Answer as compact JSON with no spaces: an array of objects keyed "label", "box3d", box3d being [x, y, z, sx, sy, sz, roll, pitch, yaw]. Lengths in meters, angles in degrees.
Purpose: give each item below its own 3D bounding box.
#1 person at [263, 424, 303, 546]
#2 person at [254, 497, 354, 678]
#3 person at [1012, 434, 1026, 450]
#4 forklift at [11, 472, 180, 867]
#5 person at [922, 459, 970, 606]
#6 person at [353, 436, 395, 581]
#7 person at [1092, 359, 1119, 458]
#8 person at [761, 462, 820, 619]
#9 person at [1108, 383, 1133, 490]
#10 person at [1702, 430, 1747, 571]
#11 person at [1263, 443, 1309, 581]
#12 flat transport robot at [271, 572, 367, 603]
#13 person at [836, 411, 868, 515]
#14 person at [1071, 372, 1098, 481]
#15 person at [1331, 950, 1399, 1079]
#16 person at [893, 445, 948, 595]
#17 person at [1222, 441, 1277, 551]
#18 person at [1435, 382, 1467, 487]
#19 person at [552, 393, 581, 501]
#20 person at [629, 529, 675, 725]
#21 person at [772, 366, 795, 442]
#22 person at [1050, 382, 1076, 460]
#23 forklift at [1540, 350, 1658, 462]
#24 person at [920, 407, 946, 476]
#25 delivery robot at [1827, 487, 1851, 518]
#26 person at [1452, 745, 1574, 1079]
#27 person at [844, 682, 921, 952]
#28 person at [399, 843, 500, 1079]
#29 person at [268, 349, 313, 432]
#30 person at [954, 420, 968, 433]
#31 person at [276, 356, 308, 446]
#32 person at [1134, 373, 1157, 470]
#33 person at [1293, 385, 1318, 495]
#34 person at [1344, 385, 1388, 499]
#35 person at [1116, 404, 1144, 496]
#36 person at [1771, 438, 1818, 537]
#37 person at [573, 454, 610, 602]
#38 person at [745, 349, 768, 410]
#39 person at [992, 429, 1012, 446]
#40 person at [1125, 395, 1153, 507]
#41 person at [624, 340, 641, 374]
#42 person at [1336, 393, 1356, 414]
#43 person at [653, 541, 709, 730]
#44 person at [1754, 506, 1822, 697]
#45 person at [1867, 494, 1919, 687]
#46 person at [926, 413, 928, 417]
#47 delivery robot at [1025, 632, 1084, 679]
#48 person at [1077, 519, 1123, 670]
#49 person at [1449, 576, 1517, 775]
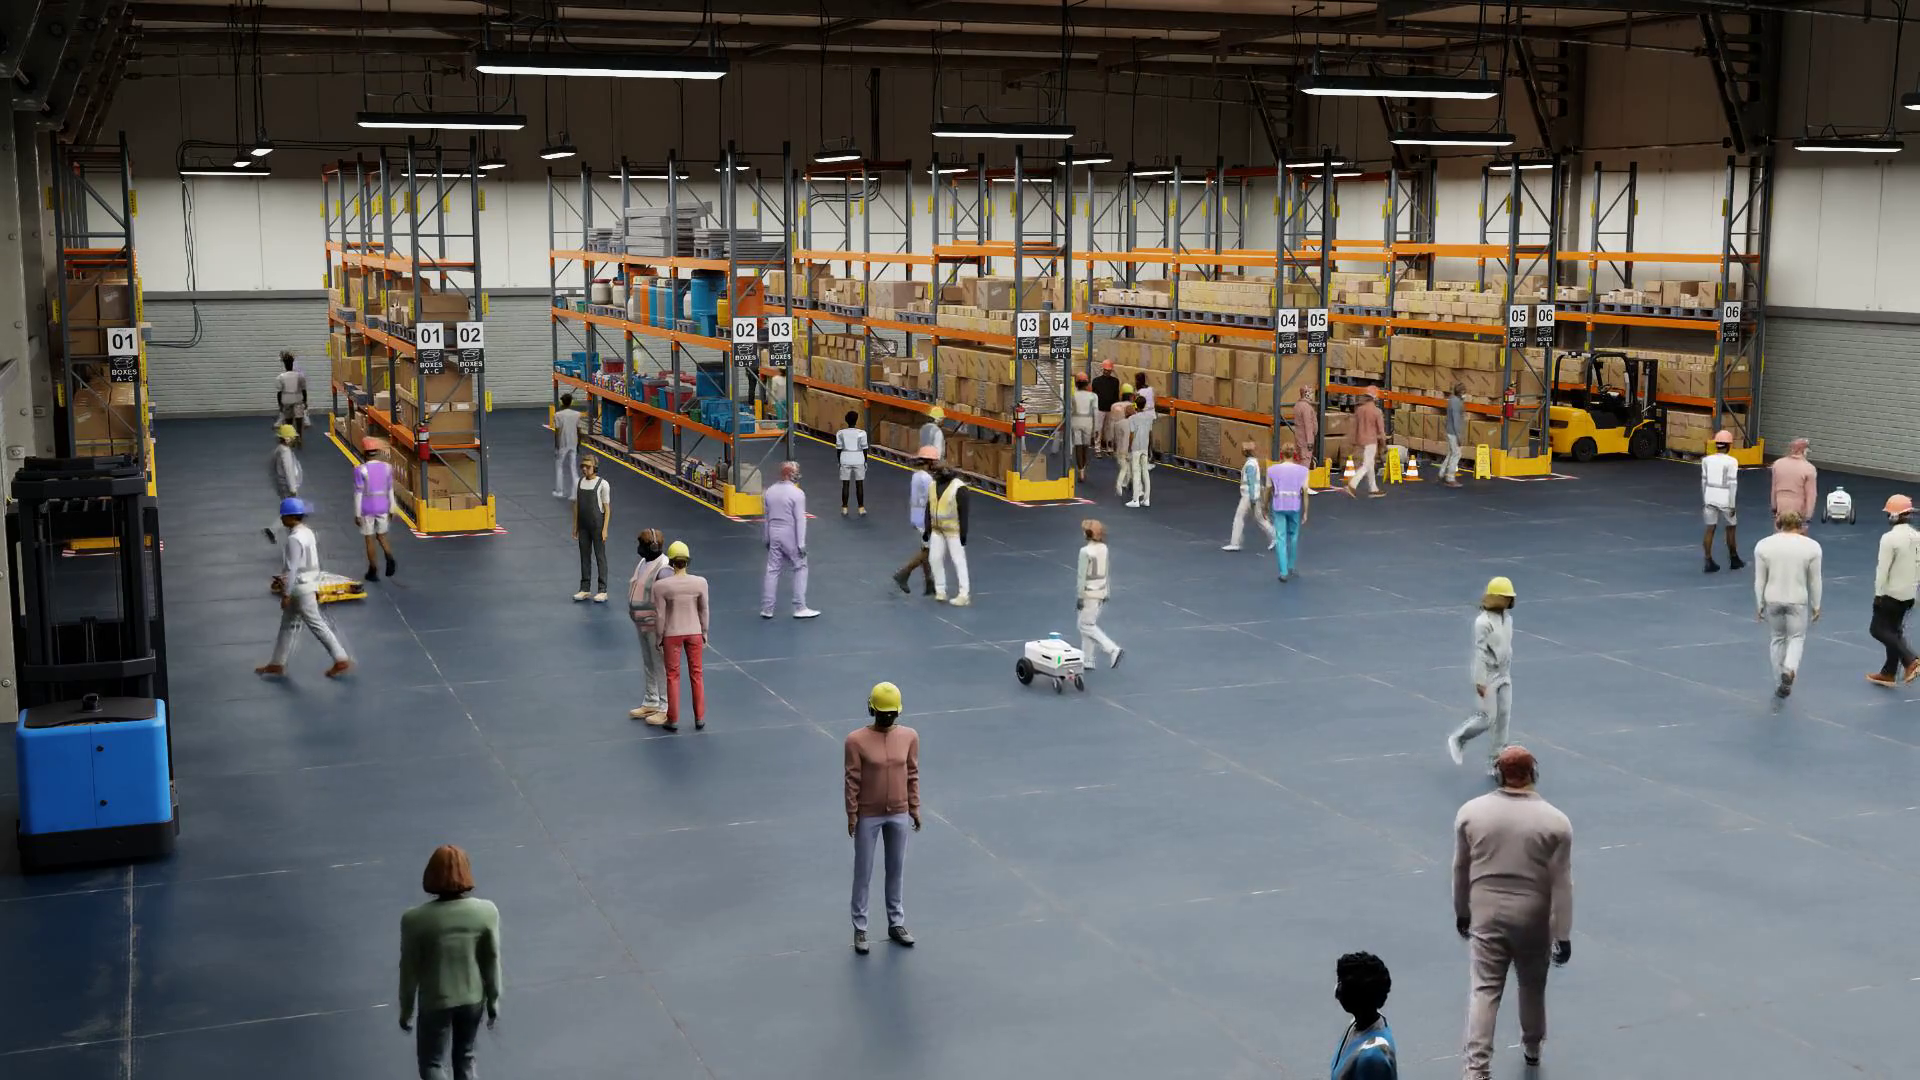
[{"label":"person","box3d":[-9.791,-0.773,30.391,0.591,1.819,0.605,-3,9,-22]},{"label":"person","box3d":[-6.809,0.491,21.734,1.029,1.899,0.624,-1,9,-7]},{"label":"person","box3d":[1.172,-2.633,42.365,0.602,1.949,0.387,7,11,39]},{"label":"forklift","box3d":[-6.630,0.886,15.957,1.129,2.768,1.873,-3,9,-21]},{"label":"person","box3d":[-0.161,-0.102,26.001,0.634,1.816,0.473,7,11,40]},{"label":"person","box3d":[-7.715,-0.408,27.612,0.564,1.924,0.547,-8,12,-42]},{"label":"person","box3d":[2.954,-2.661,42.397,0.611,1.995,0.375,-3,9,-20]},{"label":"person","box3d":[-2.107,0.006,25.048,0.730,1.882,0.471,7,11,39]},{"label":"person","box3d":[2.959,-1.836,37.212,0.591,1.907,0.794,-3,9,-19]},{"label":"person","box3d":[10.400,-0.536,28.486,0.765,1.913,0.573,-6,11,-36]},{"label":"person","box3d":[4.340,-0.396,27.949,0.572,1.802,0.939,0,9,0]},{"label":"flat transport robot","box3d":[-8.163,0.584,26.625,0.652,0.197,1.431,-7,11,-40]},{"label":"person","box3d":[-1.743,-1.244,33.945,0.534,1.697,0.318,1,9,5]},{"label":"person","box3d":[2.232,-2.093,38.641,0.626,1.995,1.038,-1,9,-6]},{"label":"person","box3d":[1.686,2.536,8.728,0.320,1.698,0.537,1,9,7]},{"label":"person","box3d":[-0.493,-0.244,26.537,0.660,1.918,0.593,-3,9,-17]},{"label":"person","box3d":[4.244,-0.638,30.212,0.815,1.603,0.518,2,9,14]},{"label":"person","box3d":[8.856,-1.901,37.678,0.509,1.896,0.725,2,9,11]},{"label":"person","box3d":[-6.760,-1.604,35.875,0.523,1.841,0.826,-5,10,-31]},{"label":"person","box3d":[-2.908,0.806,19.795,0.429,1.845,0.621,-5,10,-32]},{"label":"person","box3d":[-3.837,-3.020,45.611,0.538,1.756,0.393,-3,9,-21]},{"label":"person","box3d":[2.075,-2.527,42.064,0.595,1.834,1.006,-3,9,-16]},{"label":"forklift","box3d":[12.897,-2.725,42.309,2.313,2.155,1.214,-3,9,-21]},{"label":"person","box3d":[-0.350,-1.254,33.729,0.925,1.780,0.589,-6,10,-35]},{"label":"delivery robot","box3d":[13.963,-0.598,33.258,0.477,0.478,0.707,3,9,21]},{"label":"person","box3d":[3.011,2.064,11.415,0.683,1.855,1.023,4,9,23]},{"label":"person","box3d":[-0.495,1.779,13.588,0.523,1.760,0.324,-4,9,-24]},{"label":"person","box3d":[-2.509,2.324,10.406,0.498,1.620,0.590,-5,10,-31]},{"label":"person","box3d":[-15.276,-3.404,47.759,1.049,1.889,0.652,-1,9,-5]},{"label":"person","box3d":[0.068,-2.610,43.337,0.513,1.607,0.621,-2,9,-13]},{"label":"person","box3d":[-14.162,-2.935,44.407,0.629,1.946,0.779,-3,9,-17]},{"label":"person","box3d":[3.578,-2.268,40.186,0.411,1.883,0.682,4,9,26]},{"label":"person","box3d":[6.060,-1.757,36.654,0.409,1.913,0.642,-1,9,-9]},{"label":"person","box3d":[6.973,-1.686,36.026,0.933,1.964,0.613,-5,10,-28]},{"label":"person","box3d":[2.932,-1.547,36.234,0.508,1.614,0.661,3,9,22]},{"label":"person","box3d":[11.037,-0.414,27.821,0.715,1.879,0.673,-6,11,-36]},{"label":"person","box3d":[-4.615,-0.154,26.183,0.508,1.847,0.345,3,9,22]},{"label":"person","box3d":[-5.181,-4.346,53.628,0.693,2.000,0.539,2,9,14]},{"label":"person","box3d":[0.818,-2.427,40.799,0.617,2.020,0.876,-3,9,-17]},{"label":"person","box3d":[2.992,-1.491,35.013,0.532,1.871,0.319,-5,10,-32]},{"label":"person","box3d":[-8.495,-4.282,53.886,0.924,1.780,0.595,-6,10,-35]},{"label":"person","box3d":[8.897,-3.381,48.207,0.530,1.692,0.321,-3,9,-19]},{"label":"person","box3d":[-2.592,0.888,19.496,0.525,1.770,0.306,-3,9,-21]},{"label":"person","box3d":[8.167,0.632,20.724,0.642,1.914,0.691,4,9,26]},{"label":"person","box3d":[9.519,0.528,21.192,0.641,1.974,0.573,-5,10,-32]},{"label":"person","box3d":[-0.669,-3.944,51.232,0.559,1.909,0.719,-2,9,-16]},{"label":"delivery robot","box3d":[0.962,1.187,21.355,0.477,0.478,0.707,-5,10,-29]},{"label":"person","box3d":[1.436,0.586,21.975,0.588,1.619,0.524,5,10,31]},{"label":"person","box3d":[4.511,1.153,17.830,0.497,1.729,0.553,-7,11,-40]}]
